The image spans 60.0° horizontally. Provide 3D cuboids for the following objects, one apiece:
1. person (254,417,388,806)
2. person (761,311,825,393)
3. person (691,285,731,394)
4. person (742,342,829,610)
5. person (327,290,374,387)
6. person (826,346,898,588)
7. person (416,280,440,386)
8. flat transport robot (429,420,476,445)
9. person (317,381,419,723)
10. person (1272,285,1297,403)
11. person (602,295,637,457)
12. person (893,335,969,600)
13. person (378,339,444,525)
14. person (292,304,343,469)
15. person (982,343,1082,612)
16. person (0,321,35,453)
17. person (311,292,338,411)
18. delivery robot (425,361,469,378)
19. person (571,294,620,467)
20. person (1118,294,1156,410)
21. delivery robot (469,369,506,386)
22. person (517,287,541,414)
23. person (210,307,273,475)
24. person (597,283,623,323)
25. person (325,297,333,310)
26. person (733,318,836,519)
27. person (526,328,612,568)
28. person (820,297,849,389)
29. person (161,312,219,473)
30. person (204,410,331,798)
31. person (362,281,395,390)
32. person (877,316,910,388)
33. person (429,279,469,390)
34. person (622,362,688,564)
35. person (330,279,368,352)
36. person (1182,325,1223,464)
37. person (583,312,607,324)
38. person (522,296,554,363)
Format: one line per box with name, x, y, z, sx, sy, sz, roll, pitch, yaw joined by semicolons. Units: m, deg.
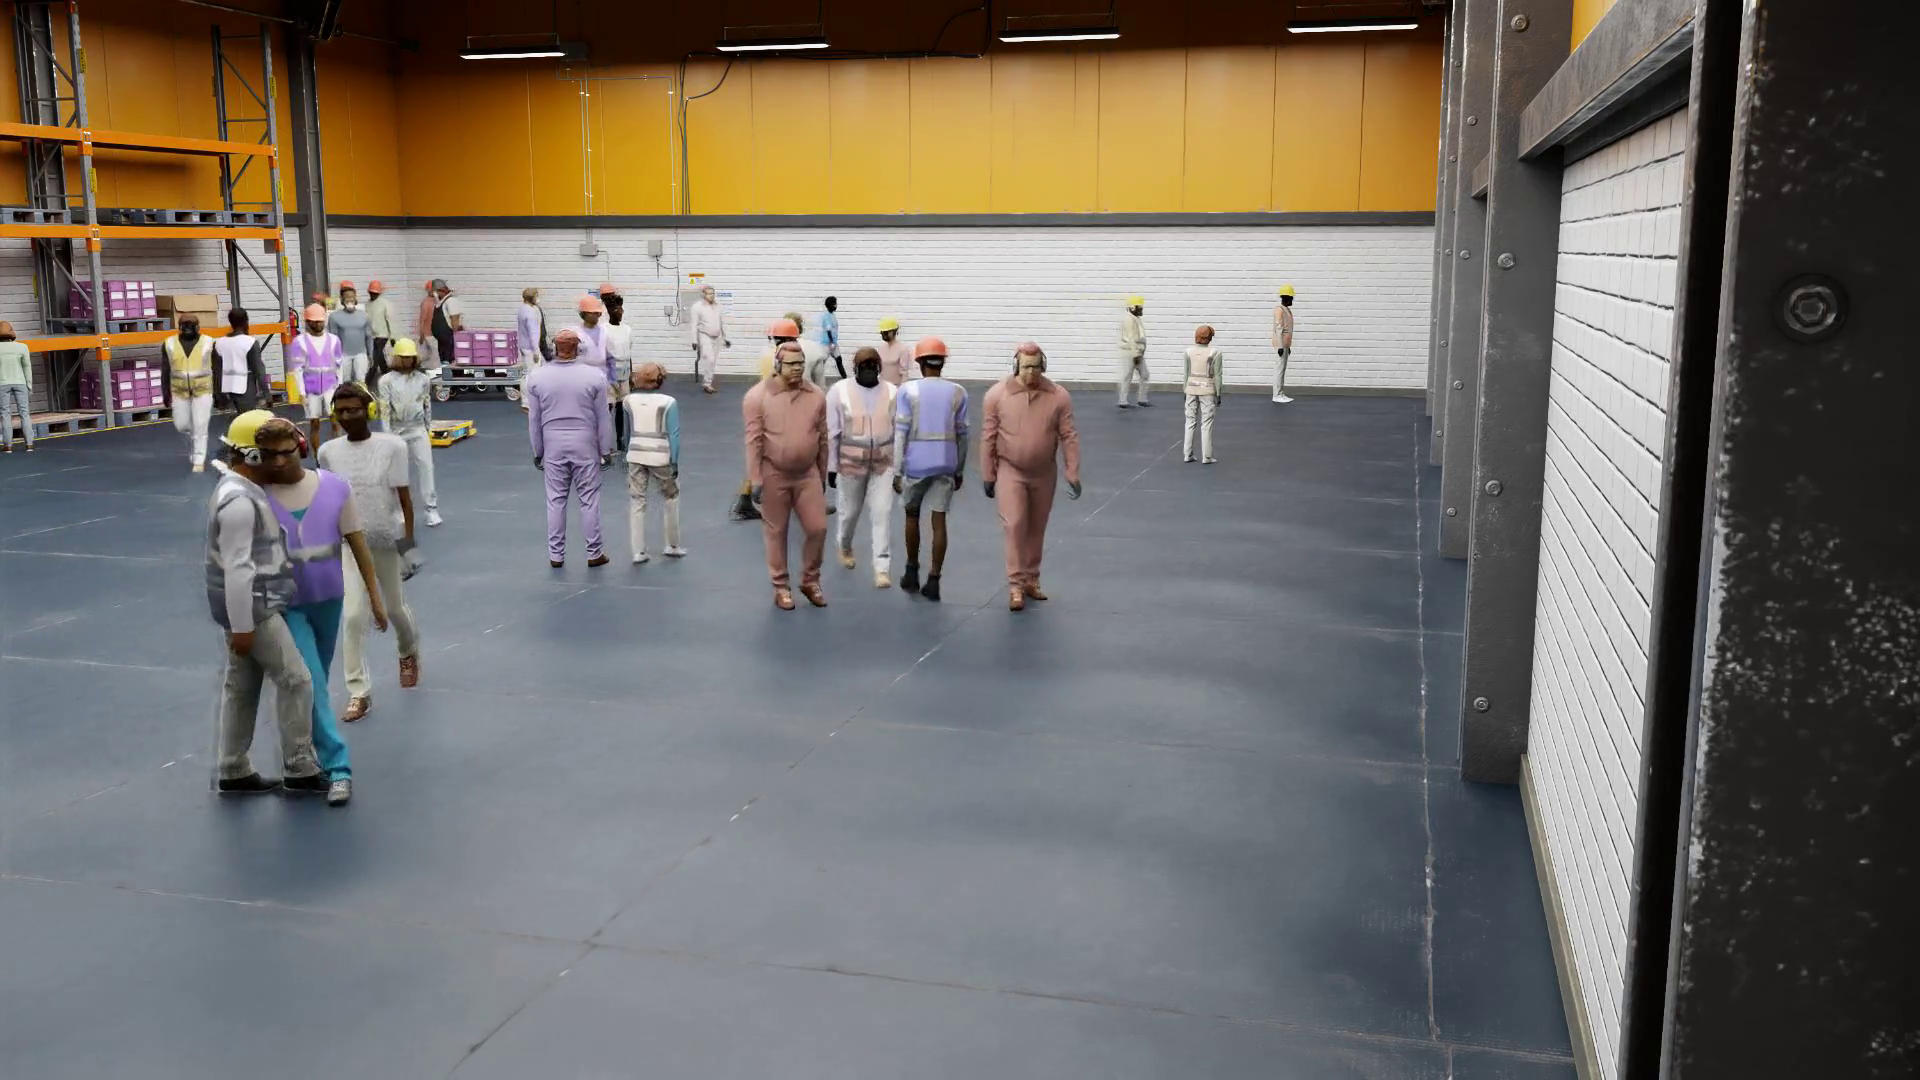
person;-3.078;0.300;7.816;0.657;1.787;0.941;-7;12;-35
person;-1.685;-1.320;16.612;0.652;1.900;0.920;-3;10;-16
person;-4.315;-3.482;28.935;0.613;1.883;0.651;7;12;36
person;-1.184;-0.436;11.647;0.657;1.890;0.494;-4;11;-24
person;-8.993;-2.733;24.586;0.633;1.924;0.672;-5;11;-26
person;-0.732;-0.585;12.717;0.631;1.816;0.850;-2;10;-14
person;-9.773;-3.775;30.372;0.820;1.959;0.628;0;10;2
flat transport robot;-6.859;-1.417;21.782;0.652;0.197;1.431;0;10;-1
person;-3.258;0.017;9.260;0.533;1.838;0.900;-1;10;-7
person;5.320;-3.220;27.306;0.369;1.927;0.588;4;11;22
person;-4.213;-2.011;20.344;0.366;1.967;0.602;7;12;35
person;-0.238;-0.546;12.218;0.583;1.904;0.765;-2;10;-13
person;-5.002;-0.960;15.132;0.493;1.711;0.832;-6;12;-32
person;-7.164;-1.683;18.659;0.552;1.904;0.834;-6;12;-31
person;0.514;-0.445;11.744;0.675;1.862;0.856;-2;10;-10
person;-11.802;-1.901;20.668;0.499;1.633;0.279;-8;13;-37
person;-9.810;-2.945;25.953;0.603;1.857;0.574;6;12;32
delivery robot;-8.898;-2.854;28.850;0.707;0.478;0.477;-4;11;-23
person;-4.365;-1.871;19.473;0.953;2.010;0.607;9;13;40
person;2.782;-2.899;25.830;0.696;1.808;0.599;4;11;23
delivery robot;-8.210;-2.898;29.101;0.707;0.478;0.477;-6;12;-31
person;-6.585;-2.908;25.503;0.356;1.938;0.636;-5;11;-28
person;-8.058;-1.655;18.593;0.594;1.891;0.949;5;11;27
person;-6.202;-3.533;29.158;0.895;1.894;0.536;2;10;12
person;-10.556;-3.219;27.933;0.553;1.691;0.901;1;10;8
person;-1.698;-1.131;15.603;1.001;1.892;0.563;-5;11;-26
person;-3.087;-0.728;13.241;0.649;1.913;0.409;-1;10;-4
person;-2.241;-3.512;29.714;0.861;1.648;0.553;2;10;10
person;-8.713;-1.683;18.912;0.637;1.822;0.637;-3;10;-14
person;-3.162;0.302;7.699;0.704;1.802;0.612;-4;11;-23
person;-10.393;-3.588;29.334;0.723;1.926;1.017;4;11;23
person;-0.778;-1.727;19.359;0.551;1.735;0.562;8;13;38
person;-9.022;-3.697;29.683;0.816;2.000;0.727;-8;13;-37
person;-2.488;-0.628;13.509;0.533;1.615;0.613;3;10;14
person;-10.132;-3.301;27.545;0.620;2.013;0.796;1;10;6
person;2.848;-1.710;19.602;0.509;1.629;0.314;6;12;32
person;-6.219;-3.269;28.516;0.790;1.603;0.500;8;13;38
person;-7.736;-3.695;30.428;0.870;1.791;0.668;-1;10;-5
